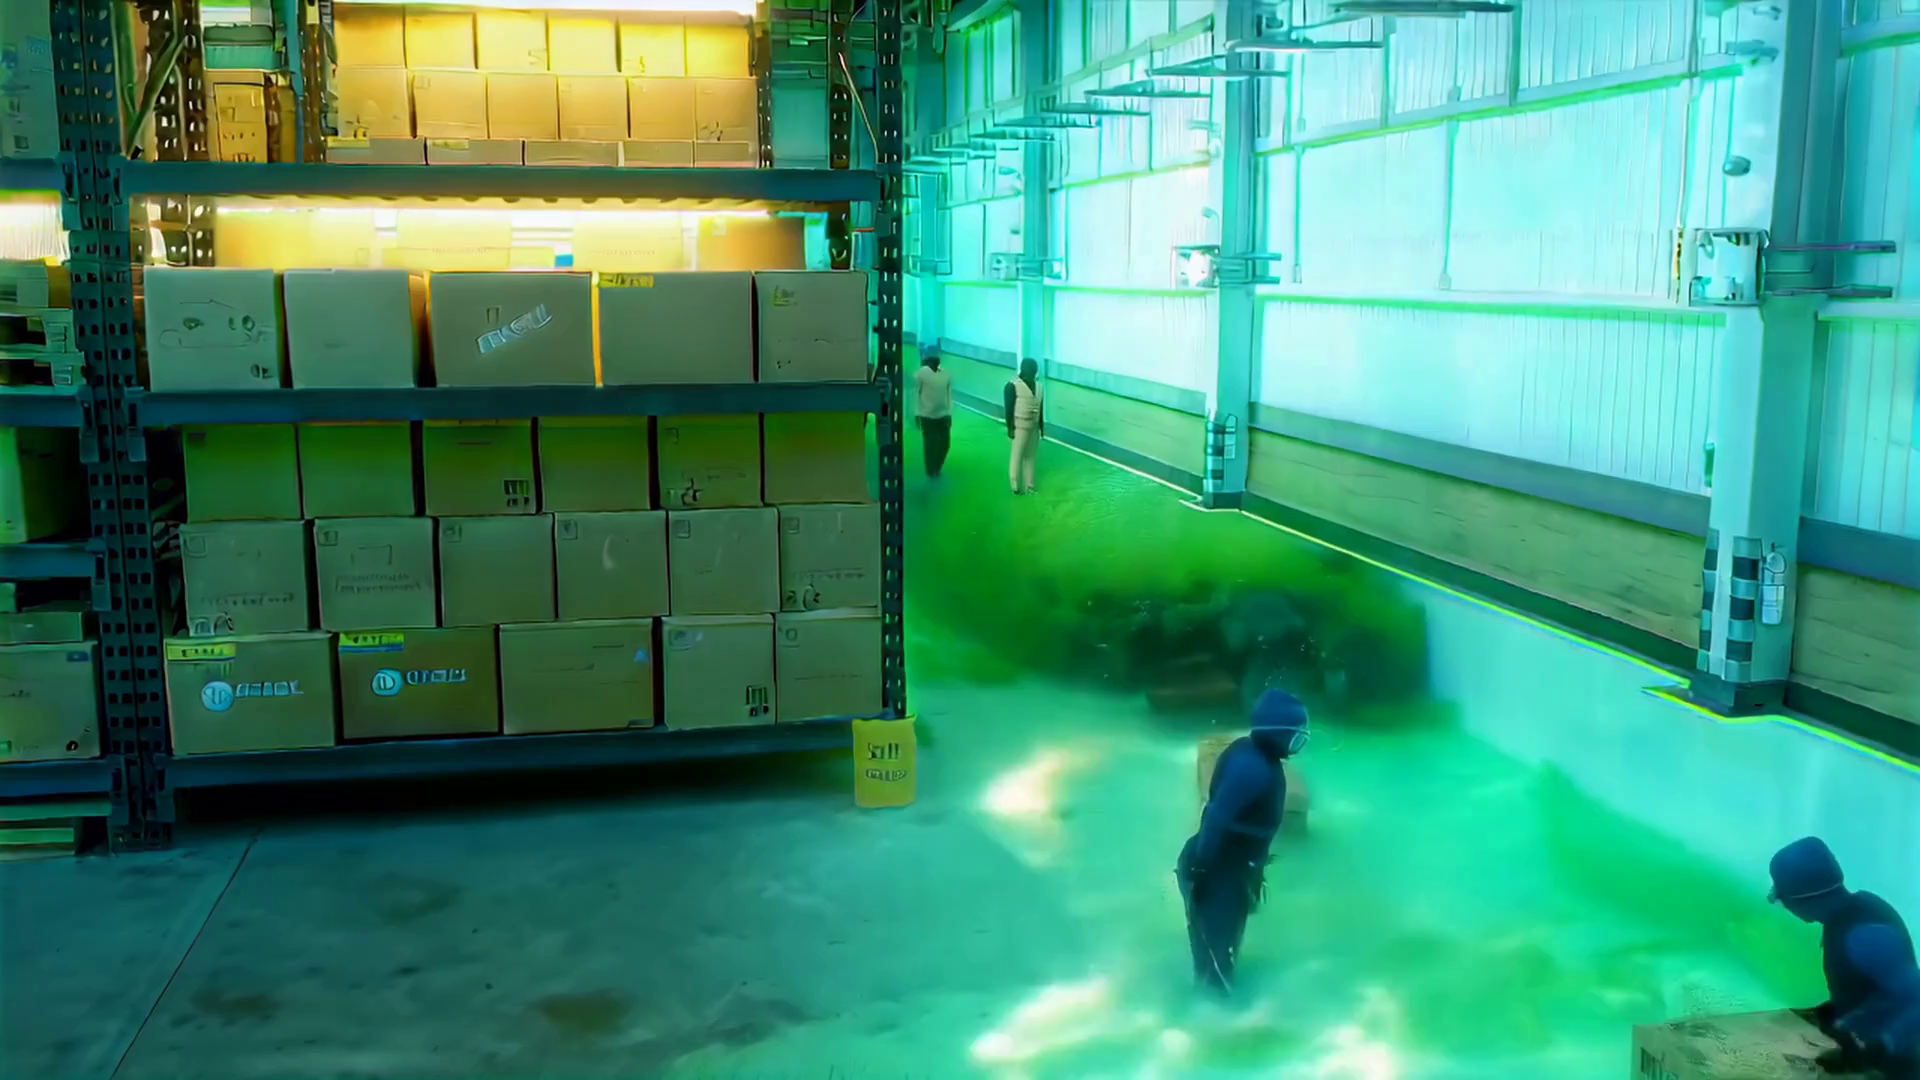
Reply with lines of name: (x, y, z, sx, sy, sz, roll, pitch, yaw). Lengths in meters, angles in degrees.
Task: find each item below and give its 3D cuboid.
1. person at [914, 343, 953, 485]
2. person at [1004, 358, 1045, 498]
person: (-0.359, -1.748, 23.196, 0.618, 1.978, 0.428, -4, 10, -21)
person: (0.876, -1.475, 21.967, 0.619, 1.839, 0.430, -8, 12, -39)
